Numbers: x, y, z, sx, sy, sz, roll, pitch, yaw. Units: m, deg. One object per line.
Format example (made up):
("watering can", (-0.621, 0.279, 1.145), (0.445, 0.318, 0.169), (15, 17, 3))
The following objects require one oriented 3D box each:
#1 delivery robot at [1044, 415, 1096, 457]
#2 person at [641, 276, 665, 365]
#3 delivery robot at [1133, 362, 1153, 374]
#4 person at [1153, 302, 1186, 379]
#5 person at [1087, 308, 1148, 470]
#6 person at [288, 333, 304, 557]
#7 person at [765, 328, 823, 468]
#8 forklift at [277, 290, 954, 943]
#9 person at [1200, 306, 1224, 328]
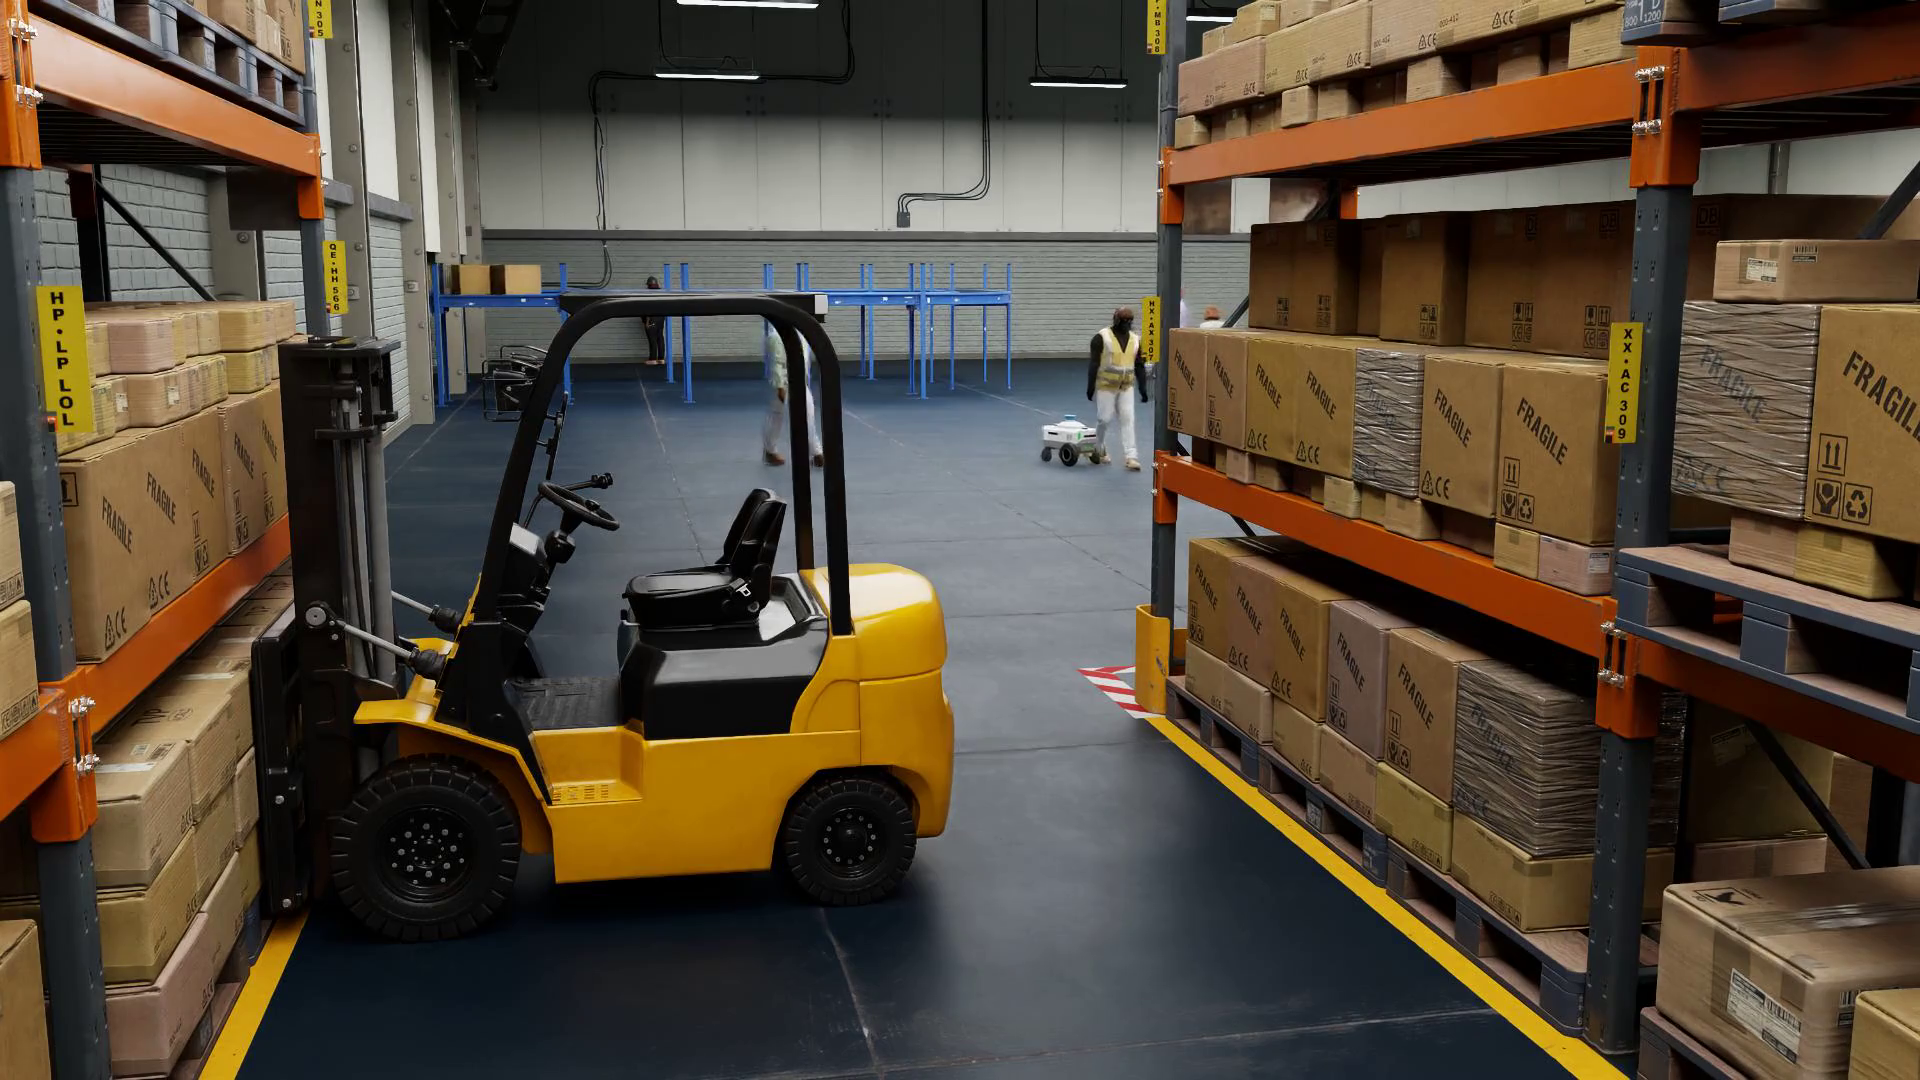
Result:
("delivery robot", (1.283, -1.202, 19.235), (0.477, 0.478, 0.707), (-6, 11, -34))
("person", (-7.155, -5.084, 38.667), (0.537, 2.000, 0.689), (4, 10, 25))
("delivery robot", (3.538, -3.556, 33.581), (0.707, 0.478, 0.477), (5, 11, 30))
("person", (4.242, -4.121, 33.246), (0.662, 1.861, 1.005), (-6, 11, -34))
("person", (1.782, -1.708, 18.752), (0.675, 1.800, 0.869), (-4, 10, -25))
("person", (-4.141, -0.394, 10.566), (0.563, 1.837, 0.389), (2, 10, 11))
("person", (-1.876, -1.758, 18.719), (1.018, 1.891, 0.642), (8, 12, 41))
("forklift", (-1.179, 0.175, 6.143), (2.313, 2.155, 1.214), (-2, 10, -12))
("person", (4.302, -3.181, 28.278), (0.508, 1.601, 0.823), (-4, 10, -22))
